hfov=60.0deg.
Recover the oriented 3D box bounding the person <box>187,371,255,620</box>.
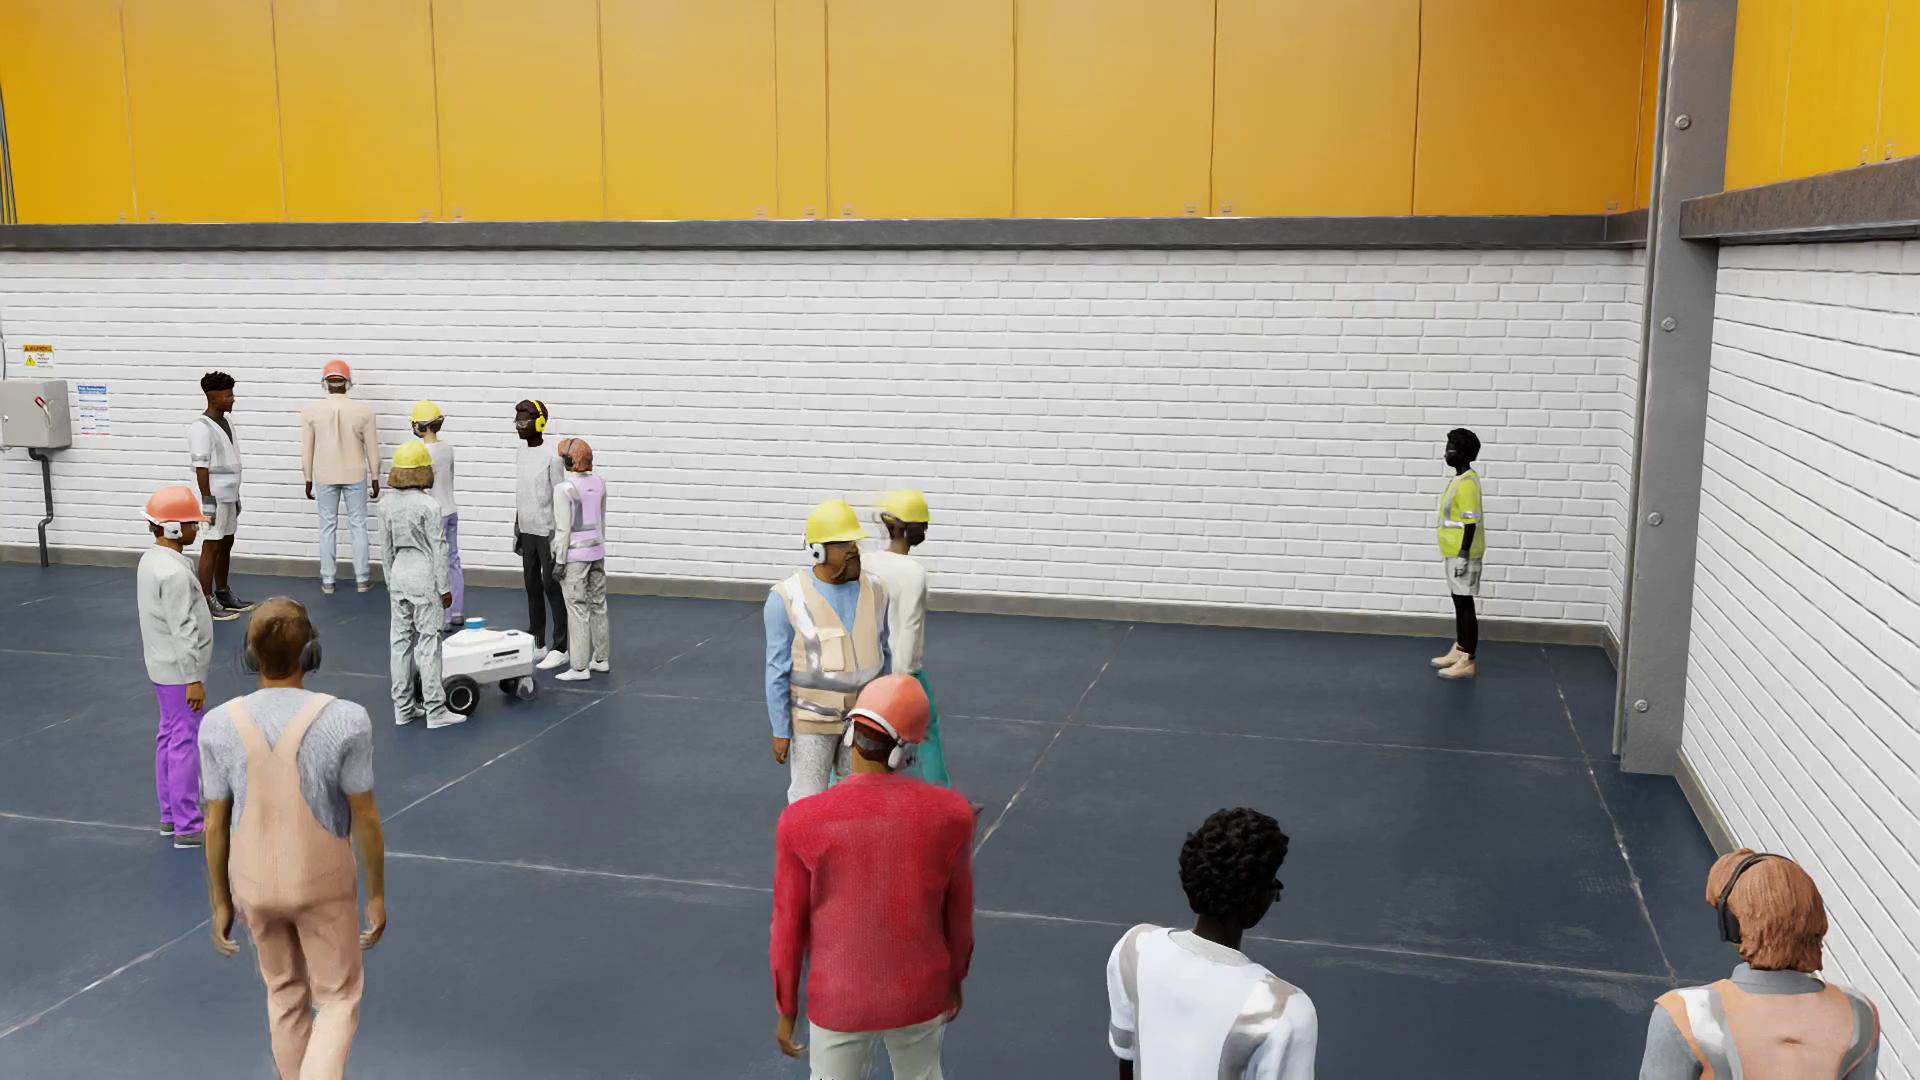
[{"bbox_3d":[-5.840,-0.354,13.116,0.385,1.957,0.603,0,10,-3],"label":"person"}]

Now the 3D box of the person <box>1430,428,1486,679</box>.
[{"bbox_3d":[3.388,0.088,11.262,0.320,1.695,0.537,2,10,11],"label":"person"}]

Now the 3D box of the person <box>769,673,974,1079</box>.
[{"bbox_3d":[-0.247,1.212,4.586,0.583,1.716,0.398,-3,10,-16],"label":"person"}]

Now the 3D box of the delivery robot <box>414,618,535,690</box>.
[{"bbox_3d":[-3.059,0.736,10.518,0.707,0.478,0.477,-9,13,-41],"label":"delivery robot"}]

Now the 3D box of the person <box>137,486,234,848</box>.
[{"bbox_3d":[-3.757,0.606,8.051,0.337,1.748,0.573,-7,12,-37],"label":"person"}]

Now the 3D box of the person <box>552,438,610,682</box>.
[{"bbox_3d":[-2.548,0.131,11.182,0.306,1.640,0.522,4,10,23],"label":"person"}]

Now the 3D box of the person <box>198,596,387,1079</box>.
[{"bbox_3d":[-2.015,1.086,5.008,0.515,1.826,0.704,-1,10,-4],"label":"person"}]

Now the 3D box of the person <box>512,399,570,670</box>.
[{"bbox_3d":[-2.931,-0.042,11.526,0.524,1.871,0.325,7,12,37],"label":"person"}]

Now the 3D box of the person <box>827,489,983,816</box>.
[{"bbox_3d":[-0.353,0.601,8.200,0.934,1.713,0.530,-7,12,-34],"label":"person"}]

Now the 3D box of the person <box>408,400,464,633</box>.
[{"bbox_3d":[-3.986,-0.172,12.592,0.327,1.769,0.525,2,10,10],"label":"person"}]

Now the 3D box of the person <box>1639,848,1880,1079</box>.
[{"bbox_3d":[1.633,1.445,3.471,0.524,1.631,0.323,-2,10,-9],"label":"person"}]

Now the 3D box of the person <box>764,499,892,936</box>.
[{"bbox_3d":[-0.528,0.737,7.029,0.600,1.836,0.404,-6,11,-33],"label":"person"}]

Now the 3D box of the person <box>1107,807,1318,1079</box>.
[{"bbox_3d":[0.540,1.398,3.589,0.321,1.686,0.539,-9,13,-44],"label":"person"}]

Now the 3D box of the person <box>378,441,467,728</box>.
[{"bbox_3d":[-3.272,0.269,10.066,0.487,1.744,0.294,4,11,24],"label":"person"}]

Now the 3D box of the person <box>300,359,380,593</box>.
[{"bbox_3d":[-5.240,-0.535,14.100,0.624,1.983,0.413,-3,10,-17],"label":"person"}]
